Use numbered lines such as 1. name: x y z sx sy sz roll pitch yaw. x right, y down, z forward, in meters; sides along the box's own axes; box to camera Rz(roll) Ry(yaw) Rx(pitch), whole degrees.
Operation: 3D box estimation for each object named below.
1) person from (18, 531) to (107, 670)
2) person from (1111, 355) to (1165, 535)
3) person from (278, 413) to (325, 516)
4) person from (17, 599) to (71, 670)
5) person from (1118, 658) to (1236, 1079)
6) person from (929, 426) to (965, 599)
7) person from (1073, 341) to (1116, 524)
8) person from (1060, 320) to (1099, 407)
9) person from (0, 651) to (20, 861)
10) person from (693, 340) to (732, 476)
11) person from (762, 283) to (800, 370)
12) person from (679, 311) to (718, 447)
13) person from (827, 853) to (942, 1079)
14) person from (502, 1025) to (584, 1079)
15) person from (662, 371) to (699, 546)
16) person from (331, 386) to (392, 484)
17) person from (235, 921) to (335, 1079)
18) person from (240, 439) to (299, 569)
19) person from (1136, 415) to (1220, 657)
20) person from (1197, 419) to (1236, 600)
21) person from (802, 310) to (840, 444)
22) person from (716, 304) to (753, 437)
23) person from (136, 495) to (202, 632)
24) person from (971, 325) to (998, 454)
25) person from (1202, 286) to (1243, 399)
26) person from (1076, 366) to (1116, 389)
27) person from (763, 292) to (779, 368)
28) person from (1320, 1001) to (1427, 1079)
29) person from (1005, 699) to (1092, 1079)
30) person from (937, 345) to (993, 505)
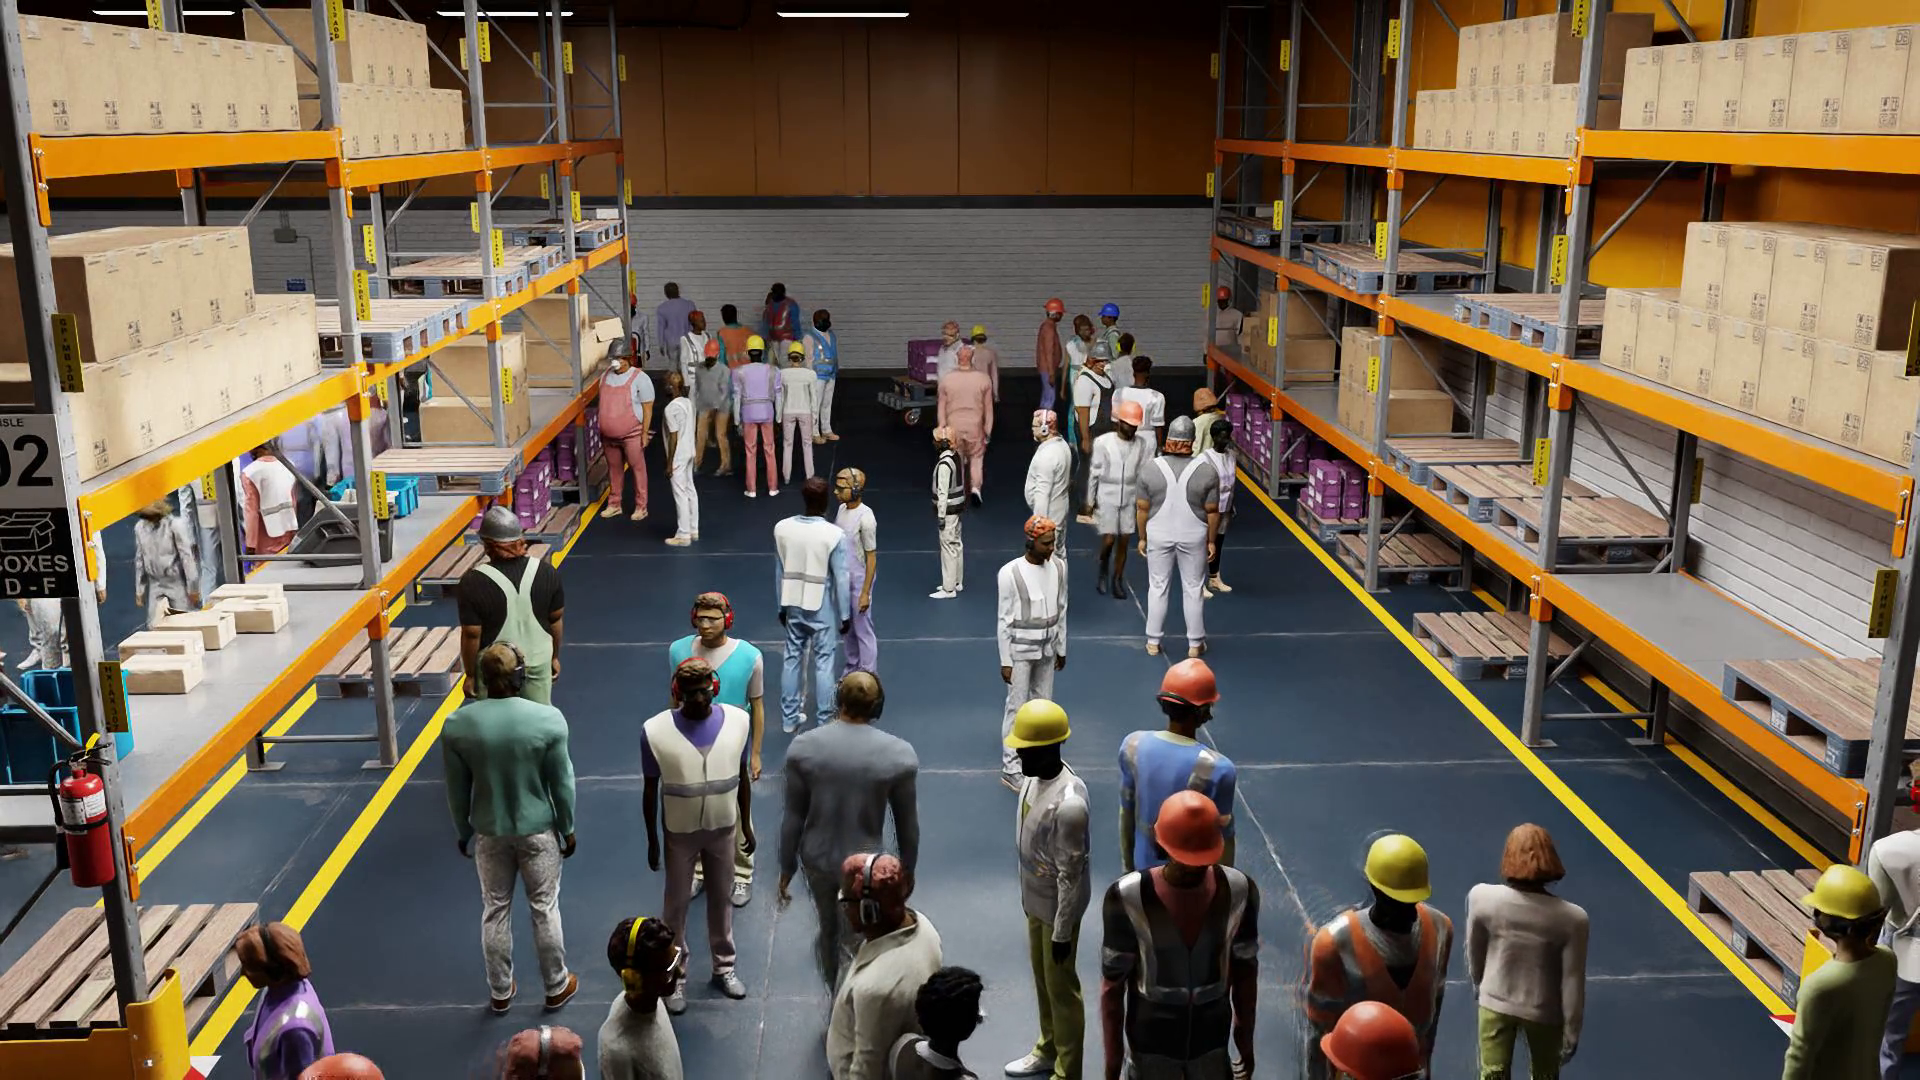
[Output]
1. person: -6.802 0.348 12.589 0.635 1.932 0.363 -7 16 -27
2. person: 1.907 -1.005 17.844 0.602 1.957 0.385 6 16 23
3. person: -6.748 -0.721 16.934 0.558 1.871 1.004 0 14 1
4. person: -7.514 0.126 13.499 0.584 1.911 0.393 3 15 11
5. person: 1.016 1.532 7.729 0.611 2.035 0.406 12 19 40
6. person: -0.111 -0.260 15.562 0.313 1.634 0.514 3 15 12
7. person: 1.537 -1.201 18.433 0.535 2.000 0.681 7 16 26
8. person: 1.630 -2.019 22.141 0.583 1.790 0.941 5 15 18
9. person: -5.964 1.017 9.879 0.368 1.961 0.612 12 19 40
10. person: -3.133 -1.637 20.783 0.565 1.715 0.462 5 15 21
11. person: -2.929 -3.249 26.924 0.640 1.817 0.654 10 18 35
12. person: -3.534 -2.159 22.506 0.347 1.884 0.584 9 17 32
13. person: -0.283 2.030 6.046 0.398 1.899 0.654 3 15 12
14. person: -1.272 2.313 4.949 0.498 1.879 0.678 -13 19 -41
15. person: -2.952 -0.852 17.452 0.344 1.845 0.506 4 15 16
16. person: -5.959 -0.739 16.845 0.629 1.919 0.834 0 14 0
17. person: -2.419 2.149 6.102 0.312 1.632 0.524 -7 16 -27
18. person: -5.860 -0.050 14.191 0.408 1.907 0.598 4 15 15
19. person: 1.817 -0.039 13.873 0.690 2.000 0.538 3 15 11
20. person: 2.395 -0.300 15.591 0.531 1.692 0.320 -13 19 -42
21. person: -1.898 -2.265 23.006 0.429 1.841 0.636 9 17 31
22. person: -3.124 -2.353 23.249 0.632 1.894 0.461 -13 19 -41
23. person: -6.128 0.378 12.908 0.515 1.704 0.405 4 15 16
24. person: 0.249 -2.007 22.228 0.534 1.724 0.890 -5 15 -17
25. person: 3.911 -2.804 24.851 0.610 1.987 0.411 5 15 20
26. person: 1.633 -1.406 19.670 0.432 1.831 0.664 -7 16 -26
27. person: -3.043 -3.261 27.325 0.273 1.636 0.507 6 16 23
28. person: 1.177 2.277 4.872 0.612 1.994 0.395 -11 18 -36
29. person: 0.392 1.634 7.551 0.397 1.920 0.587 -4 15 -14
30. person: 0.056 -1.297 19.119 0.645 1.894 0.428 0 14 -1
